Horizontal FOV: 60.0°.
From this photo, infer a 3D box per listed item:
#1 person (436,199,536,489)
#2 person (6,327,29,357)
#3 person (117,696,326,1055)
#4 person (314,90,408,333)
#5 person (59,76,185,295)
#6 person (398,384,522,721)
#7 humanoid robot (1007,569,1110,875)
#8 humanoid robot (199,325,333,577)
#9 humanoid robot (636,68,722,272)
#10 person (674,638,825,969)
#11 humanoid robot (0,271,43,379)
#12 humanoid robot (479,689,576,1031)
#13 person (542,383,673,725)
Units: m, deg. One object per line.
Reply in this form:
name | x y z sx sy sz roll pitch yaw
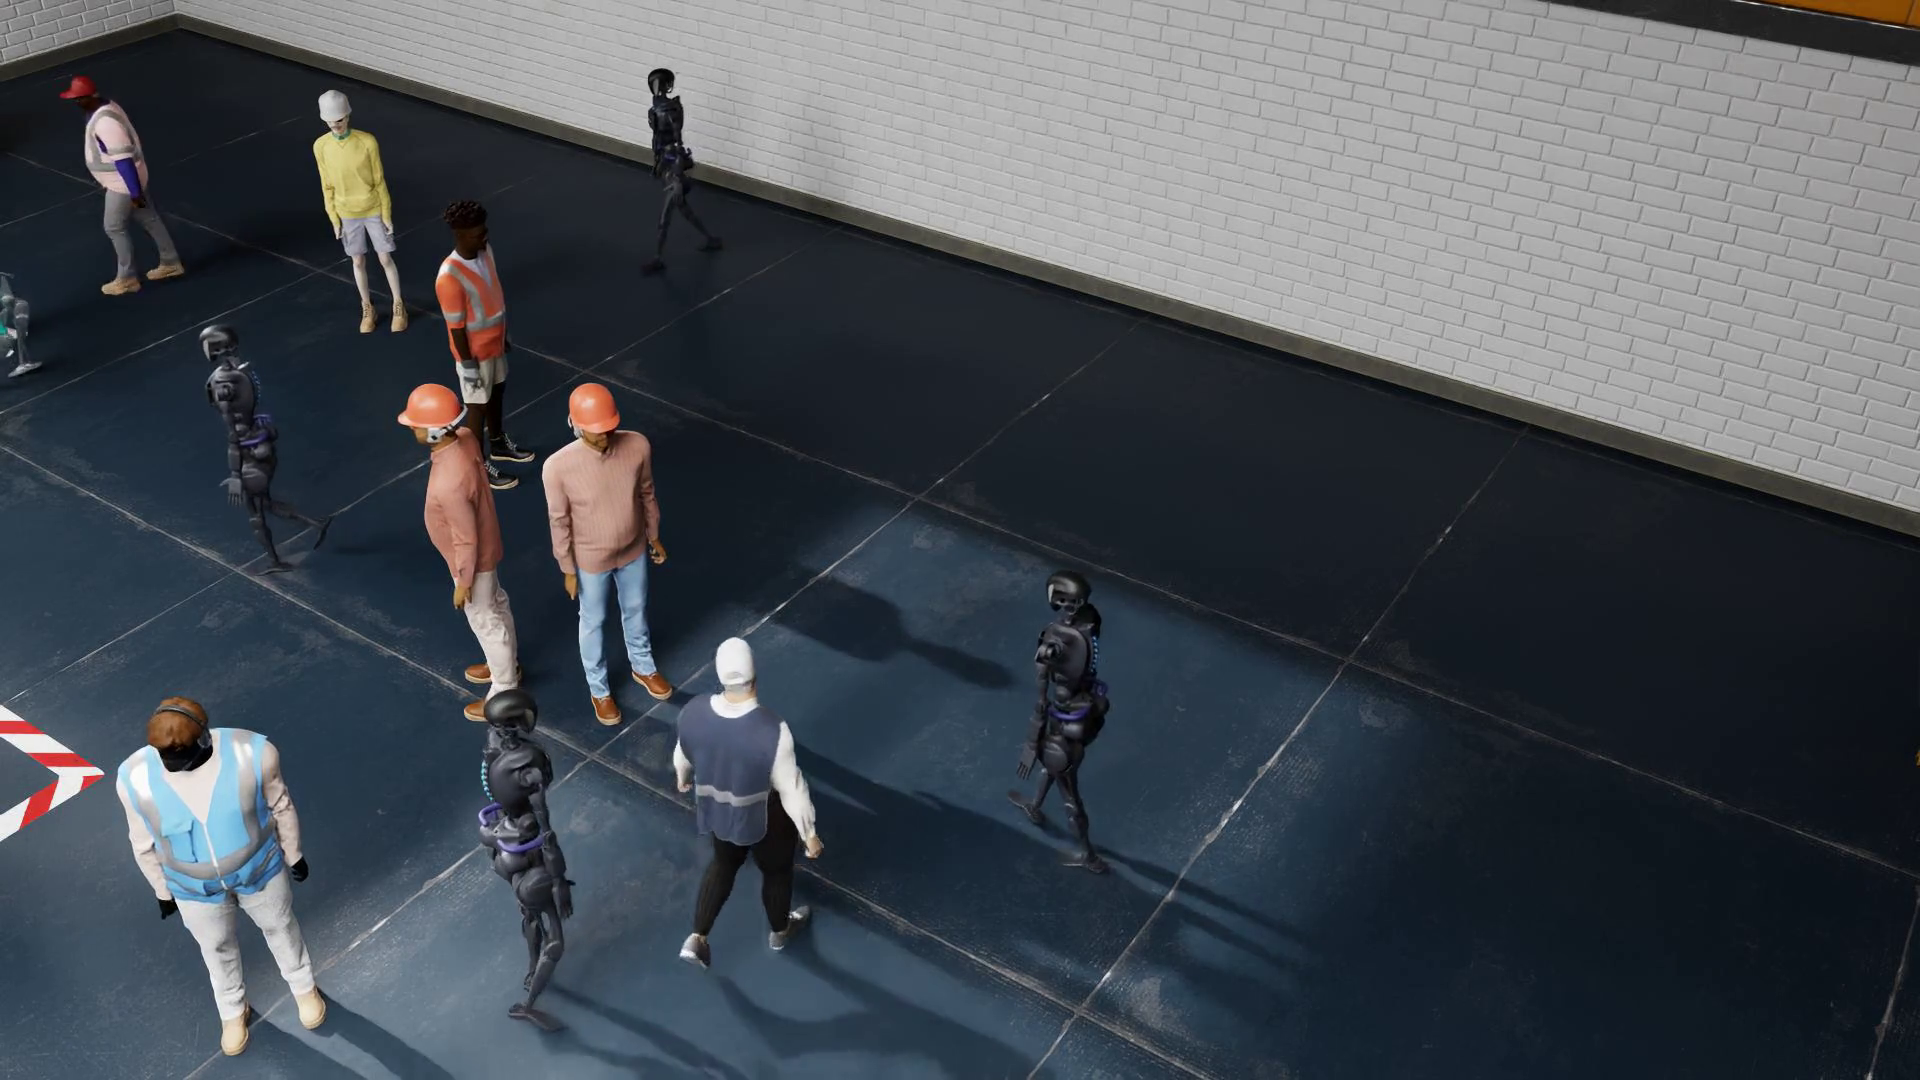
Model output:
person | -3.040 -1.250 10.583 0.381 1.957 0.600 5 35 7
person | -7.251 -2.237 12.072 0.334 1.864 0.517 -1 35 -2
person | -3.046 1.381 6.923 0.620 1.840 0.431 -14 37 -19
person | -4.448 -2.431 12.338 0.469 1.884 0.403 -7 36 -10
person | -6.624 -2.774 12.964 0.747 1.725 0.605 -14 37 -19
person | -2.571 0.065 8.667 0.378 1.995 0.608 -5 35 -8
humanoid robot | 0.459 0.843 7.845 0.641 1.638 0.591 20 40 26
humanoid robot | -4.108 -0.512 9.775 0.475 1.645 0.586 -7 36 -10
humanoid robot | -2.318 -2.999 13.370 0.810 1.622 0.608 -18 39 -24
person | -0.970 1.199 7.251 0.789 1.702 0.643 14 37 19
humanoid robot | -6.865 -1.849 11.630 0.813 1.770 0.534 -22 41 -28
humanoid robot | -1.897 1.360 7.098 0.456 1.647 0.601 -24 41 -30
person | -1.817 0.057 8.679 0.611 1.995 0.385 -24 41 -30
